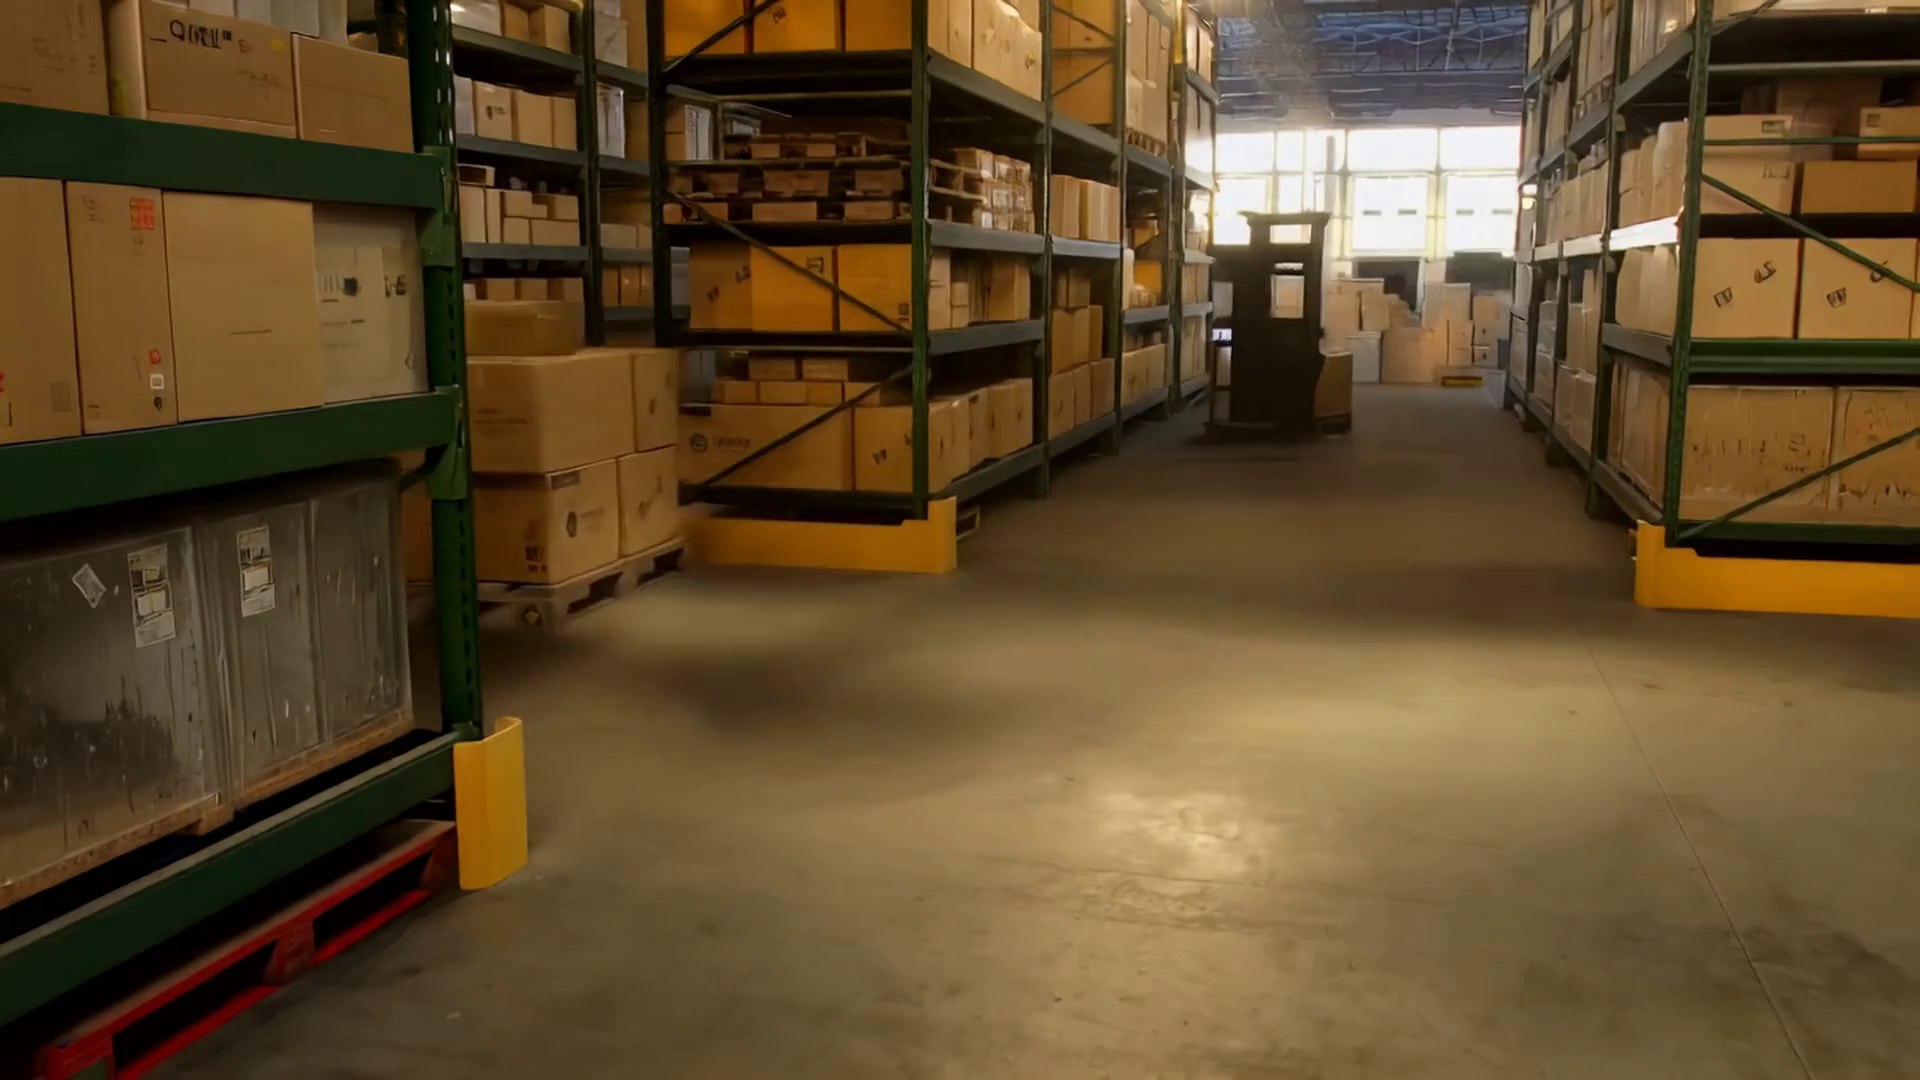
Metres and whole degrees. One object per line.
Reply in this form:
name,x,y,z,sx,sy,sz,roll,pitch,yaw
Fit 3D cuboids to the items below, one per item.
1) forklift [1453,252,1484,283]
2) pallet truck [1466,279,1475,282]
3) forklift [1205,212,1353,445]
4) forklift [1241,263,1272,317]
forklift,15.616,-7.466,51.204,1.129,2.768,1.873,-2,9,-13
pallet truck,18.896,-8.459,60.307,1.885,1.965,0.823,5,10,31
forklift,4.047,-2.660,20.673,1.129,2.768,1.873,7,12,39
forklift,10.551,-8.662,58.805,1.129,2.768,1.873,2,9,15
